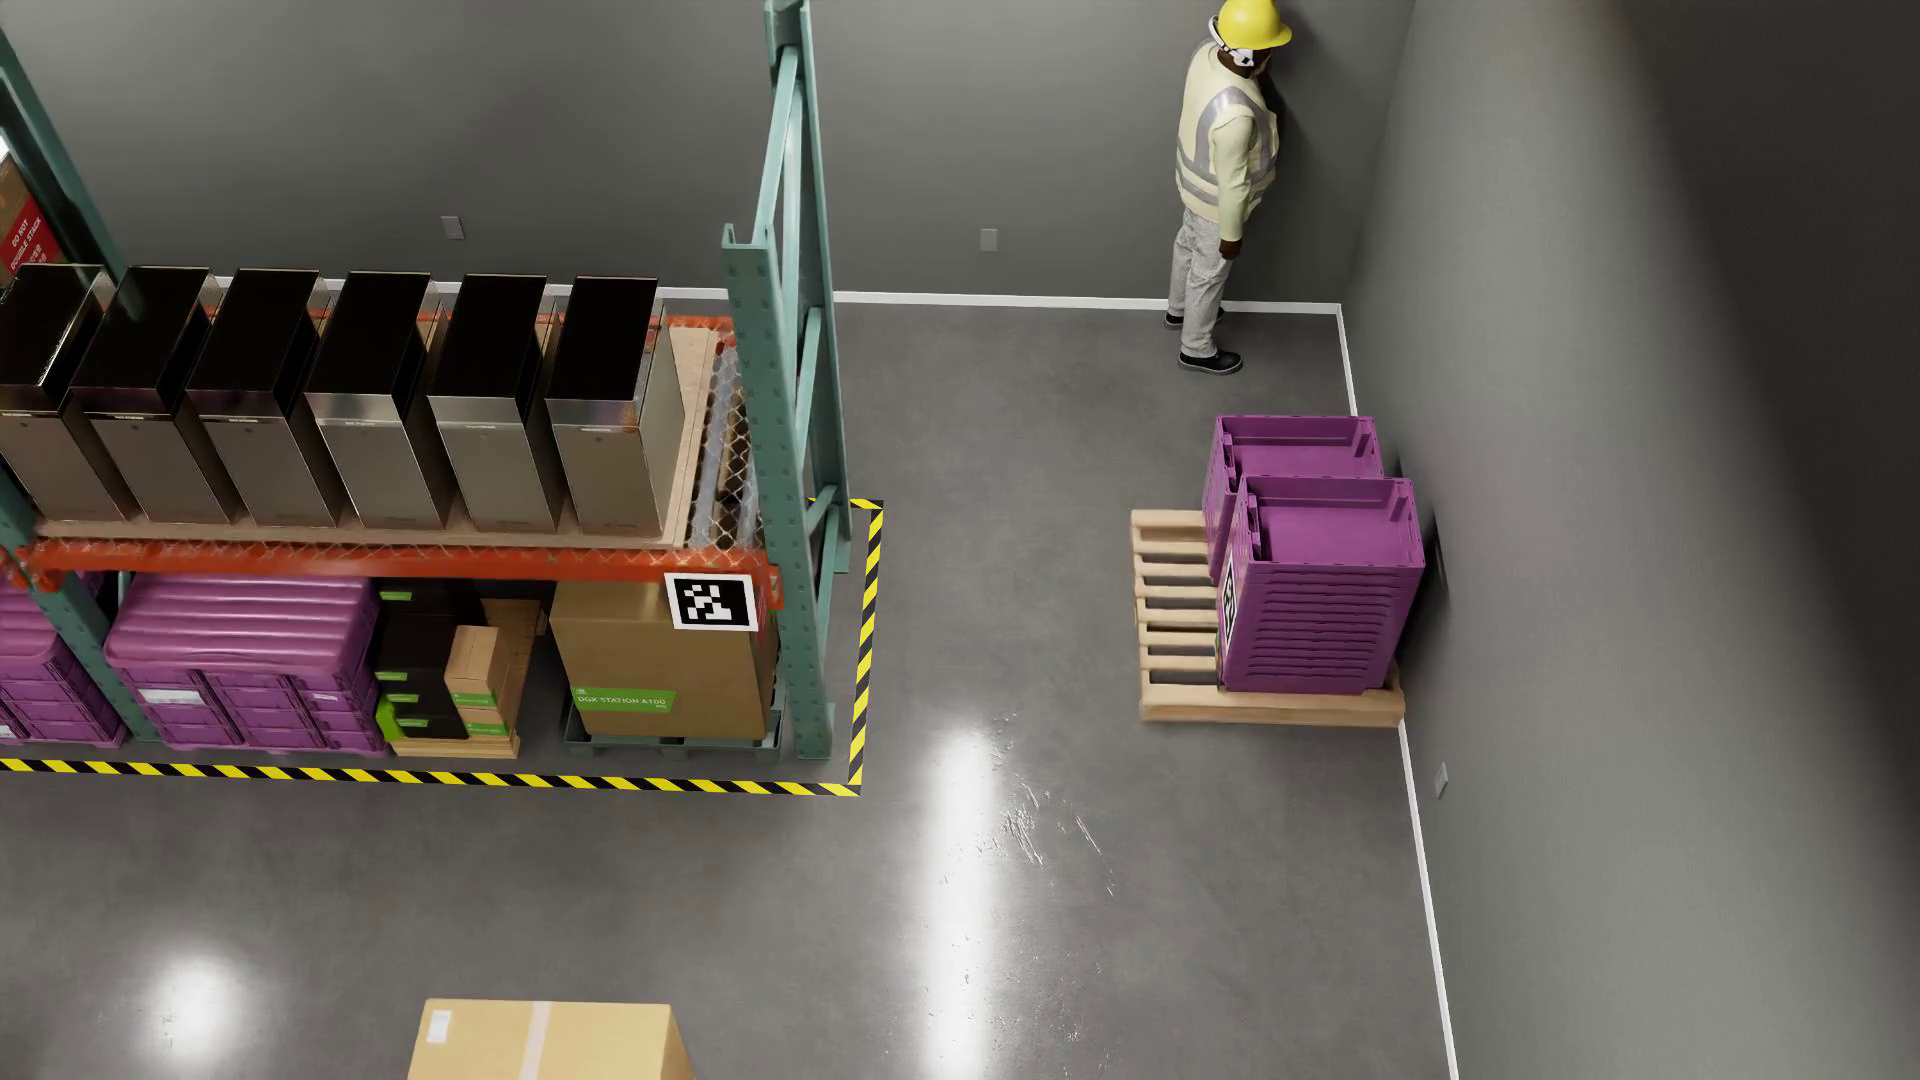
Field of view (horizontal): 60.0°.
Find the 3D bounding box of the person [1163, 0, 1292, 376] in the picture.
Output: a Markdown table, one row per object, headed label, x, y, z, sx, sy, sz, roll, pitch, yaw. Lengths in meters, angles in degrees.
| label | x | y | z | sx | sy | sz | roll | pitch | yaw |
| --- | --- | --- | --- | --- | --- | --- | --- | --- | --- |
| person | 1.091 | -1.469 | 6.914 | 0.404 | 1.831 | 0.600 | -5 | 52 | -4 |
